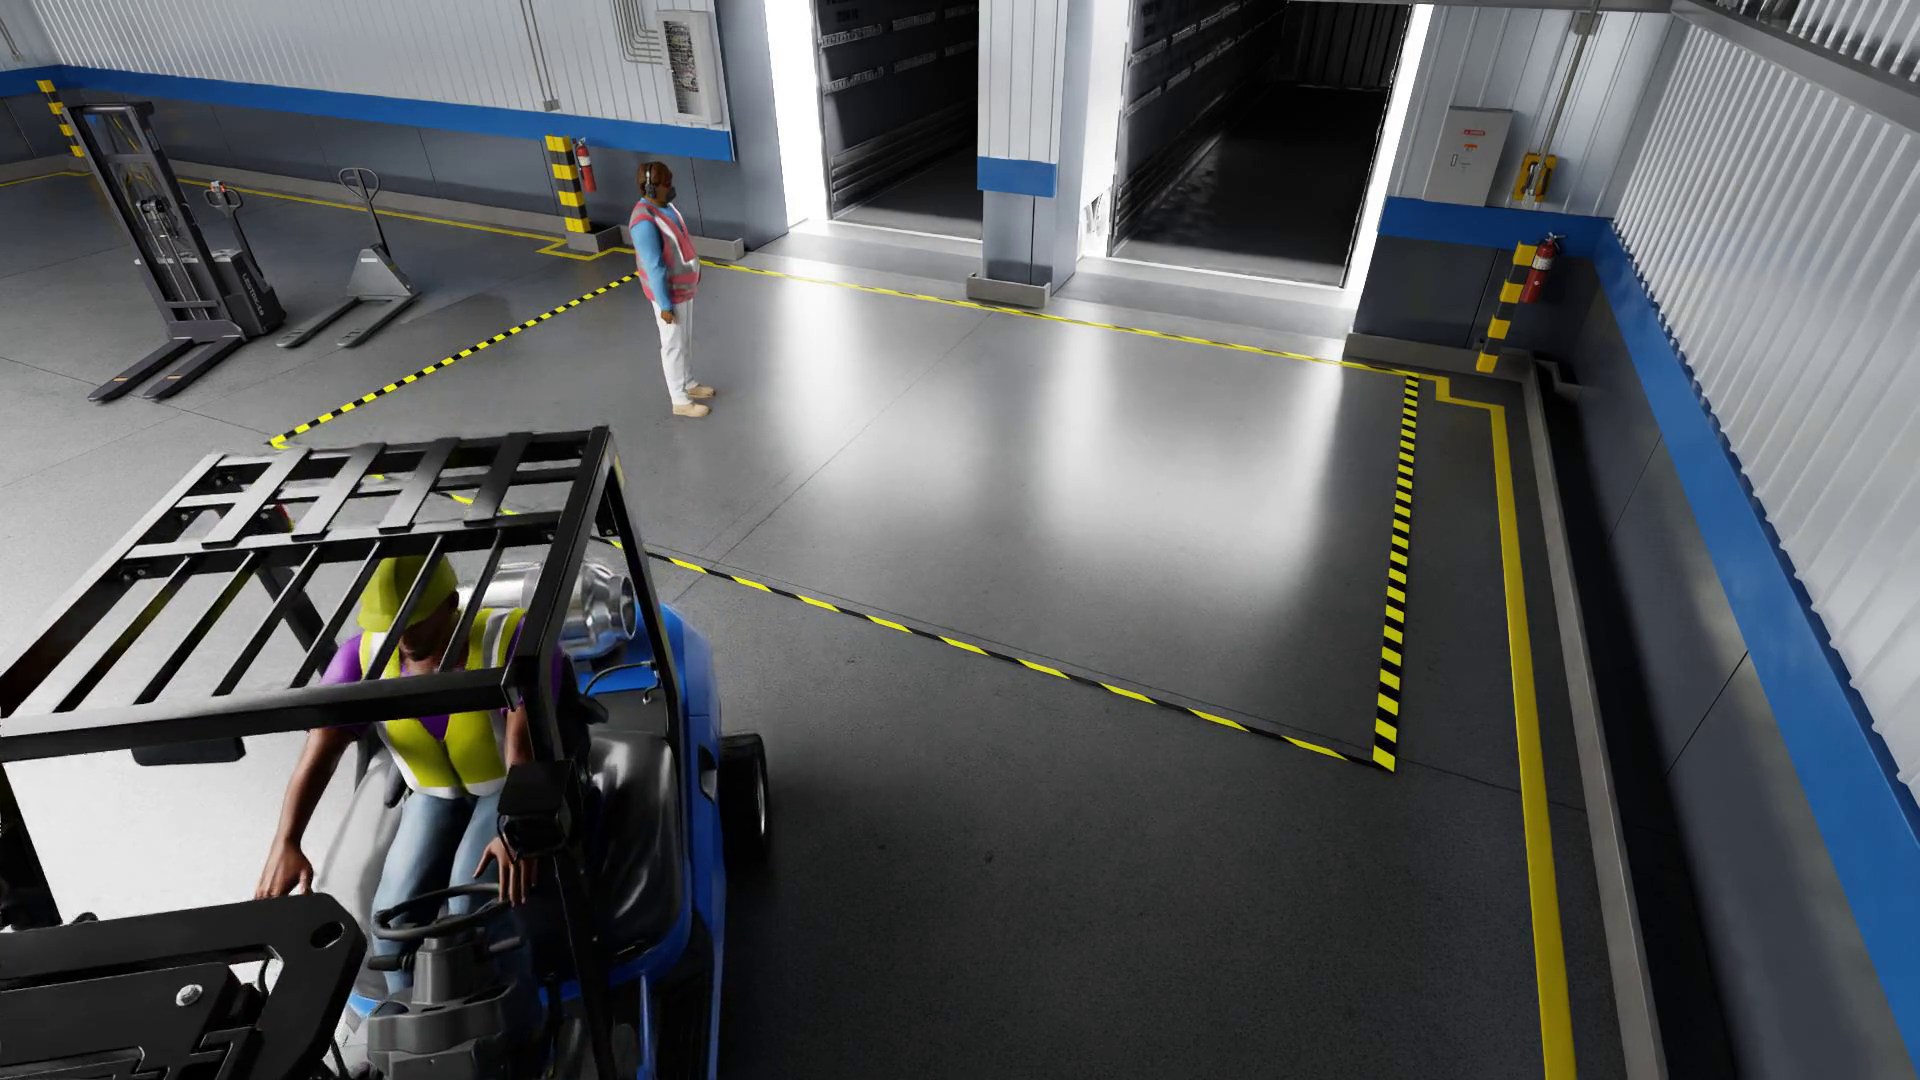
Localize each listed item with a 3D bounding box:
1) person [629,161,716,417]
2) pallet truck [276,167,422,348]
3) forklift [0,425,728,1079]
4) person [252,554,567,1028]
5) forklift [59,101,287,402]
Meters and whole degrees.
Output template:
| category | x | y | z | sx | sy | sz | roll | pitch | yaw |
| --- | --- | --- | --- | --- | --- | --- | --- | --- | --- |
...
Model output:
| category | x | y | z | sx | sy | sz | roll | pitch | yaw |
| --- | --- | --- | --- | --- | --- | --- | --- | --- | --- |
| person | -2.110 | -1.828 | 6.769 | 0.429 | 1.841 | 0.633 | -2 | 35 | -2 |
| pallet truck | -5.732 | -2.611 | 8.414 | 0.680 | 1.201 | 1.601 | -1 | 35 | -1 |
| forklift | -1.342 | 0.862 | 2.476 | 1.157 | 2.036 | 2.680 | -5 | 35 | -7 |
| person | -1.340 | 0.743 | 2.319 | 0.635 | 1.294 | 1.004 | -5 | 35 | -7 |
| forklift | -6.686 | -2.387 | 7.434 | 0.823 | 1.965 | 1.885 | -3 | 35 | -5 |
